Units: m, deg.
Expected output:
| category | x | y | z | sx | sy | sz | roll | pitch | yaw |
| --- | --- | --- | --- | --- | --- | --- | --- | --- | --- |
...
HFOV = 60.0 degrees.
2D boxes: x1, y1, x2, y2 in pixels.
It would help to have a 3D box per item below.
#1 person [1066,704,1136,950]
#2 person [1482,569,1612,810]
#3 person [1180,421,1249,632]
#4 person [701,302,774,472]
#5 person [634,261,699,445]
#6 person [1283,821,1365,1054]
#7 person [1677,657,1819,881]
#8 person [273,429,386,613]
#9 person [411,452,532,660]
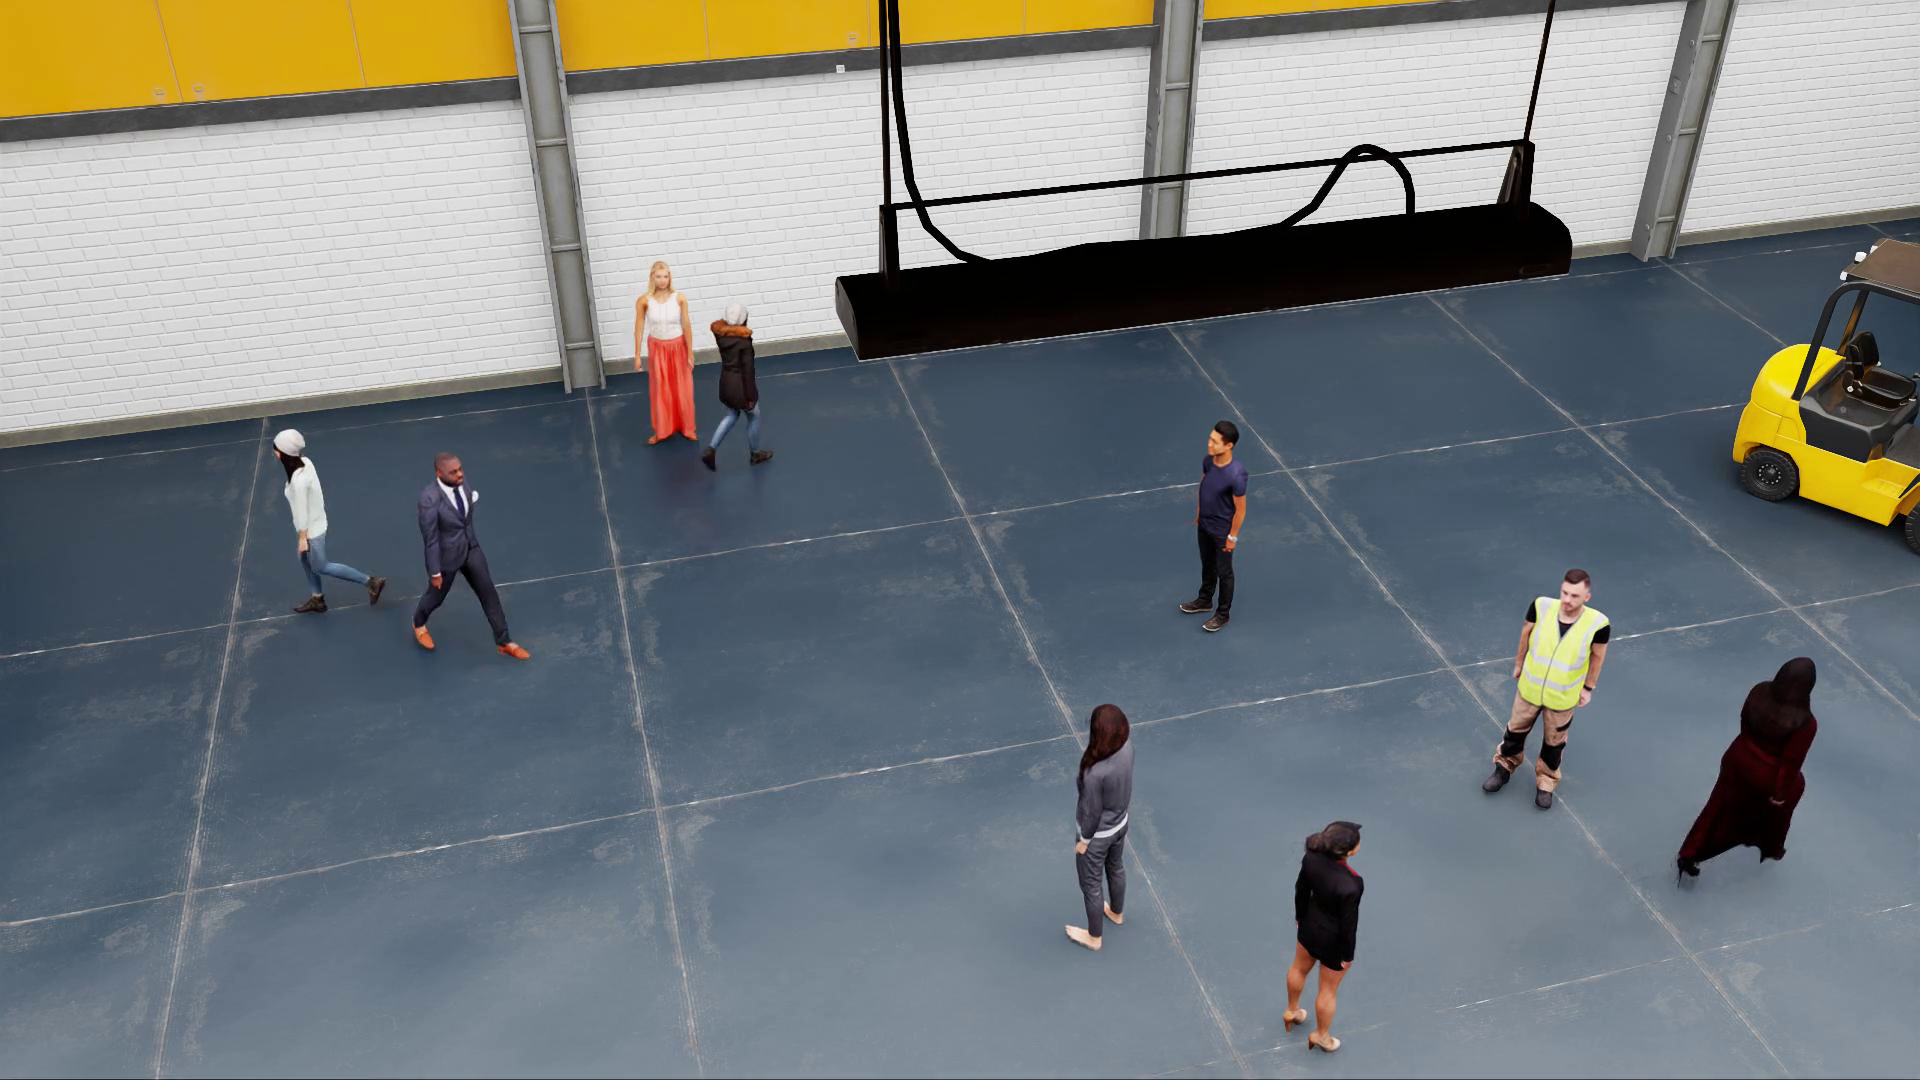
| category | x | y | z | sx | sy | sz | roll | pitch | yaw |
| --- | --- | --- | --- | --- | --- | --- | --- | --- | --- |
| person | 0.861 | 1.695 | 9.935 | 0.747 | 1.768 | 0.654 | 23 | 40 | 31 |
| person | 3.904 | 0.951 | 10.985 | 0.858 | 1.846 | 0.917 | 18 | 38 | 25 |
| person | 1.975 | -0.126 | 12.652 | 0.597 | 1.792 | 0.681 | -16 | 37 | -23 |
| person | -2.002 | -1.315 | 14.598 | 0.917 | 1.619 | 1.043 | 26 | 41 | 33 |
| person | -2.645 | -1.694 | 15.005 | 0.584 | 1.799 | 0.778 | -3 | 34 | -5 |
| person | 2.039 | 2.207 | 9.280 | 0.686 | 1.640 | 0.655 | -20 | 38 | -27 |
| person | 4.888 | 1.474 | 10.315 | 1.113 | 1.715 | 0.791 | -14 | 36 | -20 |
| person | -4.905 | -0.115 | 12.785 | 0.955 | 1.628 | 0.588 | -10 | 35 | -14 |
| person | -3.817 | 0.111 | 12.317 | 1.324 | 1.769 | 1.236 | 17 | 37 | 24 |
